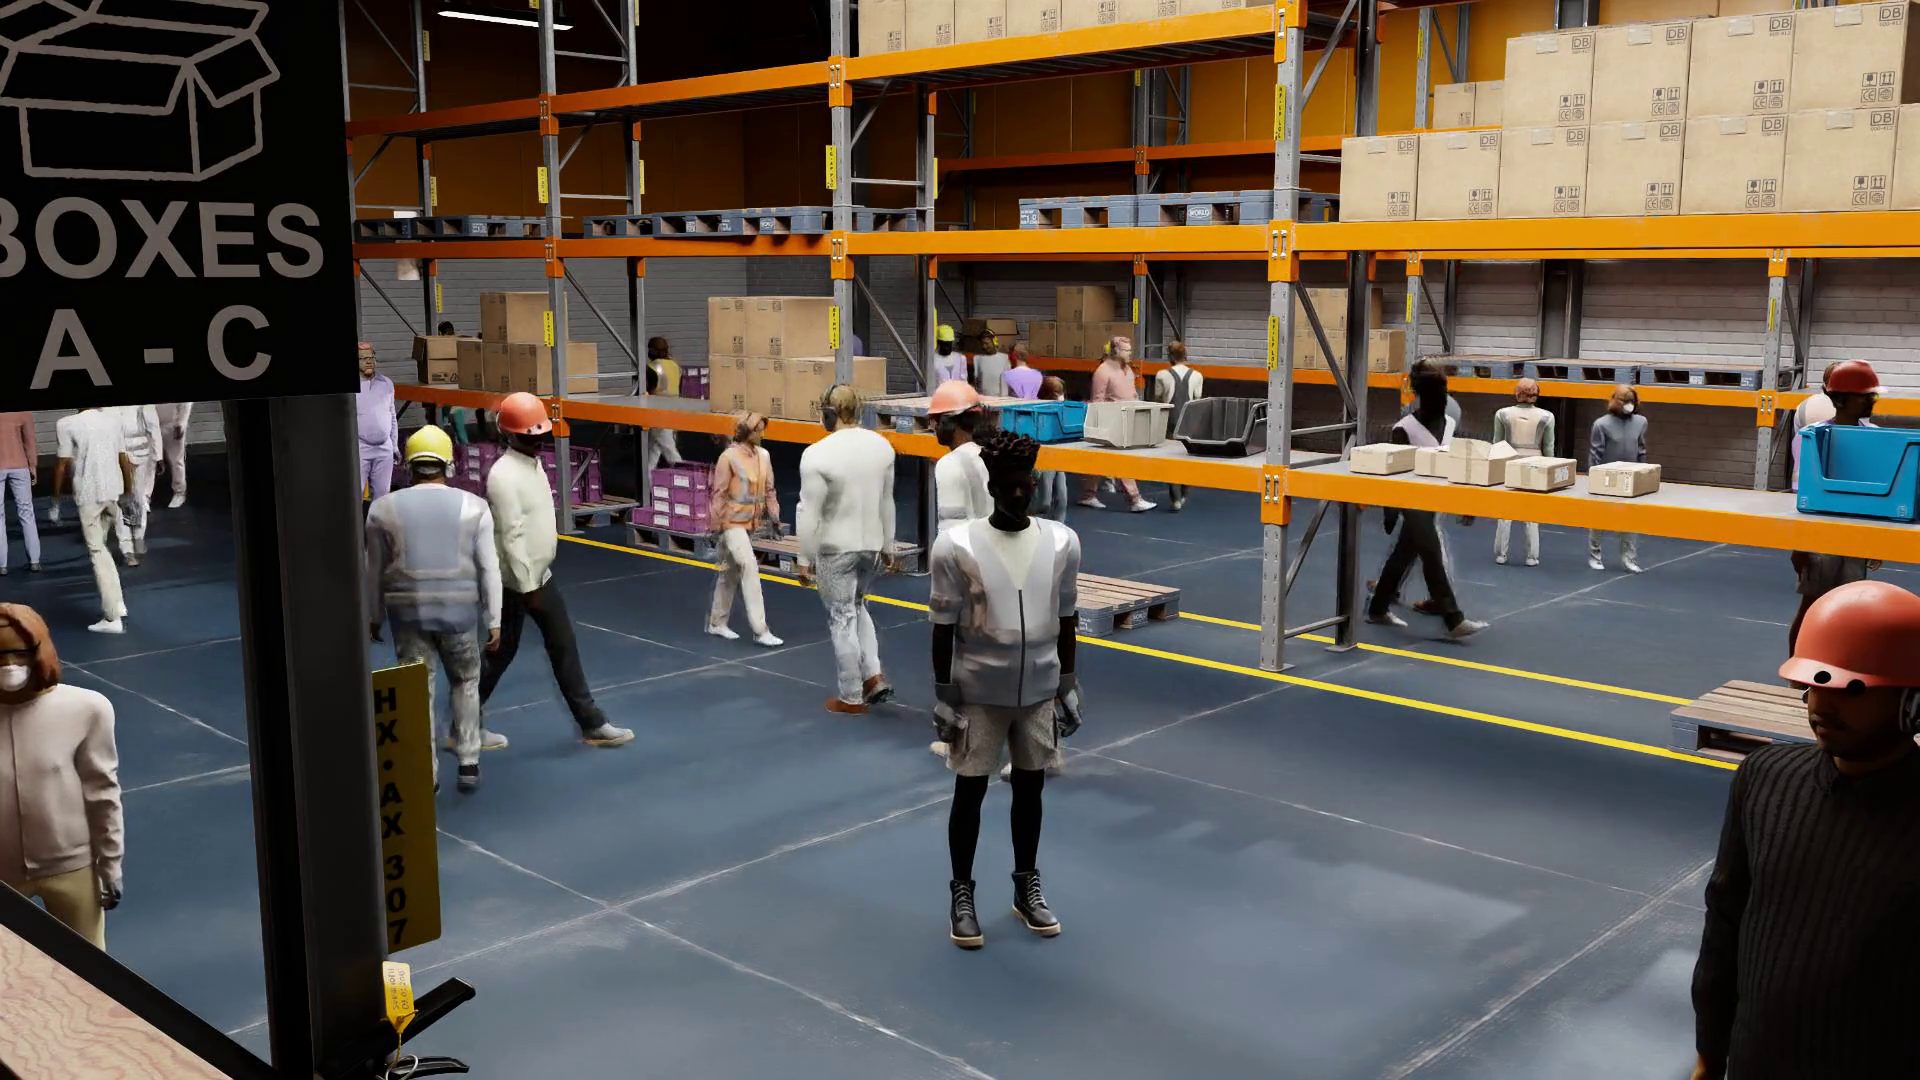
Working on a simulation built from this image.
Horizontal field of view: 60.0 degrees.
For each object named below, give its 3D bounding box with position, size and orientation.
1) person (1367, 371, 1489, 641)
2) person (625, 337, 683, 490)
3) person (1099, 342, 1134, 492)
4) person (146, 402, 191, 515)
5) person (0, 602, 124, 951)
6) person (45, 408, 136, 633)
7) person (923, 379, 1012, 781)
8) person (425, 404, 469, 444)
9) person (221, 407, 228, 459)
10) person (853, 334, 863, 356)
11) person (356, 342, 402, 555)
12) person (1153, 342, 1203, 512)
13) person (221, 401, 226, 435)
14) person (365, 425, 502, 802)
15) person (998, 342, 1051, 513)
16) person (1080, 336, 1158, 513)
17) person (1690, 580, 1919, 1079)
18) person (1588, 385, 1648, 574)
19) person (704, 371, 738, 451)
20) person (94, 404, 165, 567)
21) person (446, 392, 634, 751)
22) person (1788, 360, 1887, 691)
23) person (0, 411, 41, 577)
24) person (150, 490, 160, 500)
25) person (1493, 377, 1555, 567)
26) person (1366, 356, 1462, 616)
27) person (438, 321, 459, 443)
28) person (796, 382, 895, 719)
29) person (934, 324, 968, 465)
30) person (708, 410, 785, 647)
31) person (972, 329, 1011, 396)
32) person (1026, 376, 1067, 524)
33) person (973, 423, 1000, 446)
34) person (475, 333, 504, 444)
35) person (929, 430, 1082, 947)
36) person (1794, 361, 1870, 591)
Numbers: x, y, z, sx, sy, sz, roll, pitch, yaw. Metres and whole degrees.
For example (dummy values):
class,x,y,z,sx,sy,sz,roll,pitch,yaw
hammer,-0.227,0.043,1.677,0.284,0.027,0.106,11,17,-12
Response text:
class,x,y,z,sx,sy,sz,roll,pitch,yaw
person,3.276,-0.246,11.605,0.594,1.852,1.048,-9,13,-42
person,-3.424,-1.406,18.901,0.963,1.797,0.620,3,10,20
person,1.747,-1.410,19.107,0.504,1.723,0.398,-3,10,-18
person,-8.406,-1.205,17.516,0.651,1.857,0.968,-3,10,-15
person,-2.688,0.974,4.816,0.494,1.626,0.285,-5,10,-26
person,-6.127,-0.257,11.697,0.538,1.851,0.538,4,10,21
person,0.148,0.193,8.457,0.759,2.011,0.639,4,10,21
person,-6.318,-1.592,20.342,0.552,1.693,0.806,2,10,15
person,-9.792,-2.064,22.492,0.549,1.932,0.375,-1,9,-7
person,-1.748,-2.339,24.290,0.685,1.899,0.508,-2,9,-11
person,-5.308,-0.816,14.926,0.409,1.907,0.651,7,12,38
person,2.319,-1.208,17.707,0.506,1.794,0.910,-1,9,-8
person,-7.428,-1.319,17.602,0.716,2.000,0.666,-4,10,-21
person,-2.548,0.353,8.065,0.627,1.807,0.590,-3,10,-17
person,0.615,-1.186,17.574,0.999,1.778,0.582,8,12,41
person,1.662,-1.217,17.555,0.978,1.848,0.631,5,11,29
person,1.662,1.057,3.169,0.375,1.995,0.611,-5,11,-29
person,5.532,-0.509,13.987,0.514,1.596,0.612,-1,9,-7
person,-2.578,-1.366,18.103,0.913,1.957,0.634,7,12,36
person,-7.330,-0.725,14.597,0.593,1.849,0.966,-5,11,-30
person,-2.282,0.186,8.727,0.989,1.936,0.633,1,9,5
person,5.072,-0.014,9.590,0.615,2.042,0.375,-3,10,-18
person,-7.998,-0.578,13.897,0.527,1.768,0.331,-9,13,-42
person,-9.018,-1.279,17.848,1.005,1.875,0.564,2,10,13
person,4.845,-0.582,14.344,0.508,1.629,0.314,3,10,19
person,3.348,-0.411,12.433,0.655,1.906,0.900,-9,13,-43
person,-6.882,-1.999,22.341,0.509,1.856,0.316,-9,13,-44
person,-0.661,0.065,9.478,0.652,1.919,0.437,-9,13,-43
person,-0.201,-1.631,19.920,0.601,1.906,0.626,-5,11,-28
person,-1.434,-0.076,11.329,0.827,1.598,0.507,4,10,24
person,0.413,-1.709,20.643,0.593,1.838,0.645,2,9,9
person,0.745,-0.661,14.878,0.631,1.616,0.506,5,11,29
person,0.251,0.138,9.819,0.802,1.665,0.522,7,12,38
person,-6.632,-2.071,23.315,0.675,1.668,0.550,-9,13,-43
person,0.180,0.556,6.328,0.609,1.965,0.368,-3,10,-18
person,6.831,-0.471,13.008,0.429,1.846,0.627,-4,10,-25
